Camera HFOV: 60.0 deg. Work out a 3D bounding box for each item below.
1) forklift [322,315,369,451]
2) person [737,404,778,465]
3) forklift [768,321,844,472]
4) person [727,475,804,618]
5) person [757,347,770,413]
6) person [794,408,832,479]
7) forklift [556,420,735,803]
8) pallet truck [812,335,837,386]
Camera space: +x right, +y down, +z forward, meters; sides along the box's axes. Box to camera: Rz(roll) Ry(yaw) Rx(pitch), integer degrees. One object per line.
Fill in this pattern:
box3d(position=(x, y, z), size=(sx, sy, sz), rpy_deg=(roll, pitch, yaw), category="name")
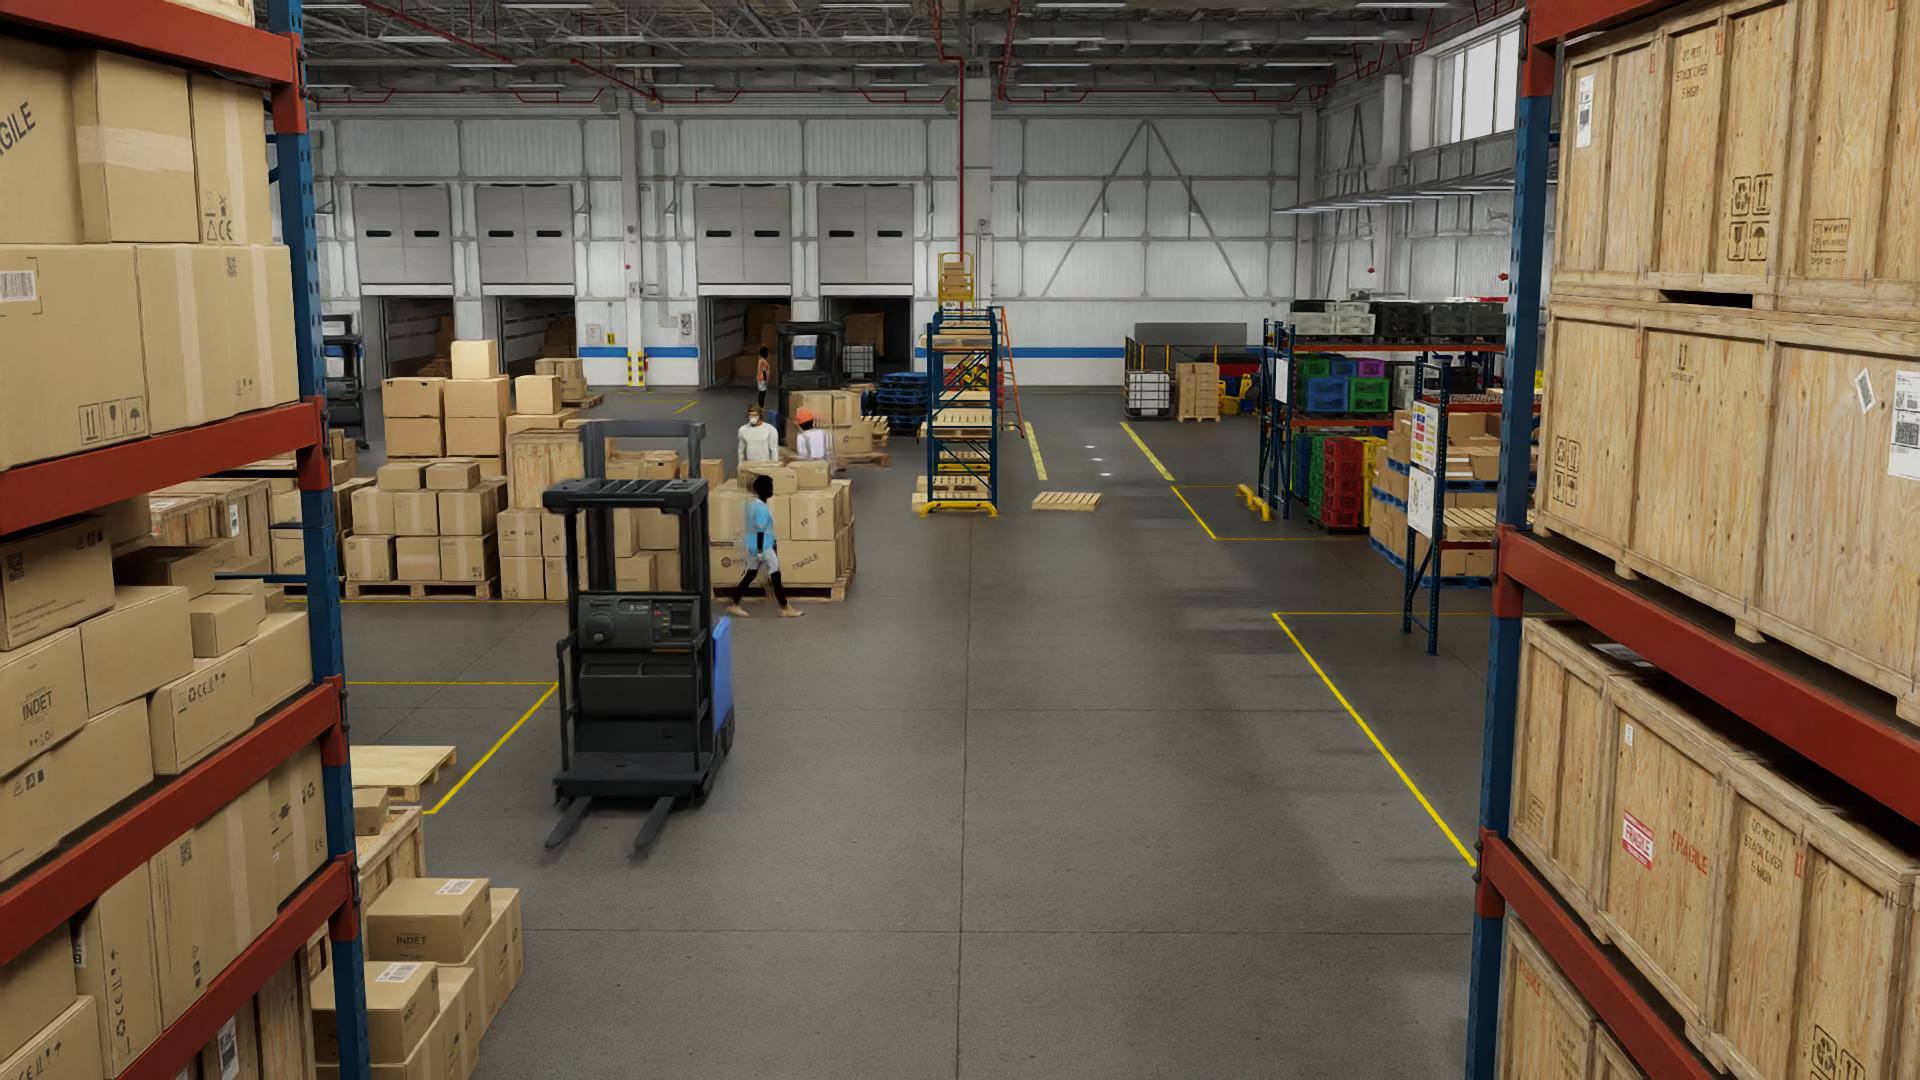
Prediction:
box3d(position=(-13.158, -3.321, 34.861), size=(1.129, 2.768, 1.873), rpy_deg=(-5, 11, -25), category="forklift")
box3d(position=(-2.966, -1.029, 24.406), size=(0.630, 1.930, 0.364), rpy_deg=(3, 10, 15), category="person")
box3d(position=(-2.991, -2.754, 31.594), size=(1.129, 2.768, 1.873), rpy_deg=(-3, 10, -18), category="forklift")
box3d(position=(-2.244, 0.081, 18.775), size=(0.857, 1.652, 0.536), rpy_deg=(-3, 10, -16), category="person")
box3d(position=(-5.071, -4.130, 42.938), size=(0.317, 1.697, 0.540), rpy_deg=(-3, 10, -16), category="person")
box3d(position=(-2.152, -0.966, 24.109), size=(0.591, 1.897, 0.455), rpy_deg=(-8, 13, -39), category="person")
box3d(position=(-2.454, 0.450, 13.107), size=(1.129, 2.768, 1.873), rpy_deg=(0, 10, 1), category="forklift")
box3d(position=(-3.021, -4.312, 43.126), size=(1.885, 1.965, 0.823), rpy_deg=(3, 10, 17), category="pallet truck")
